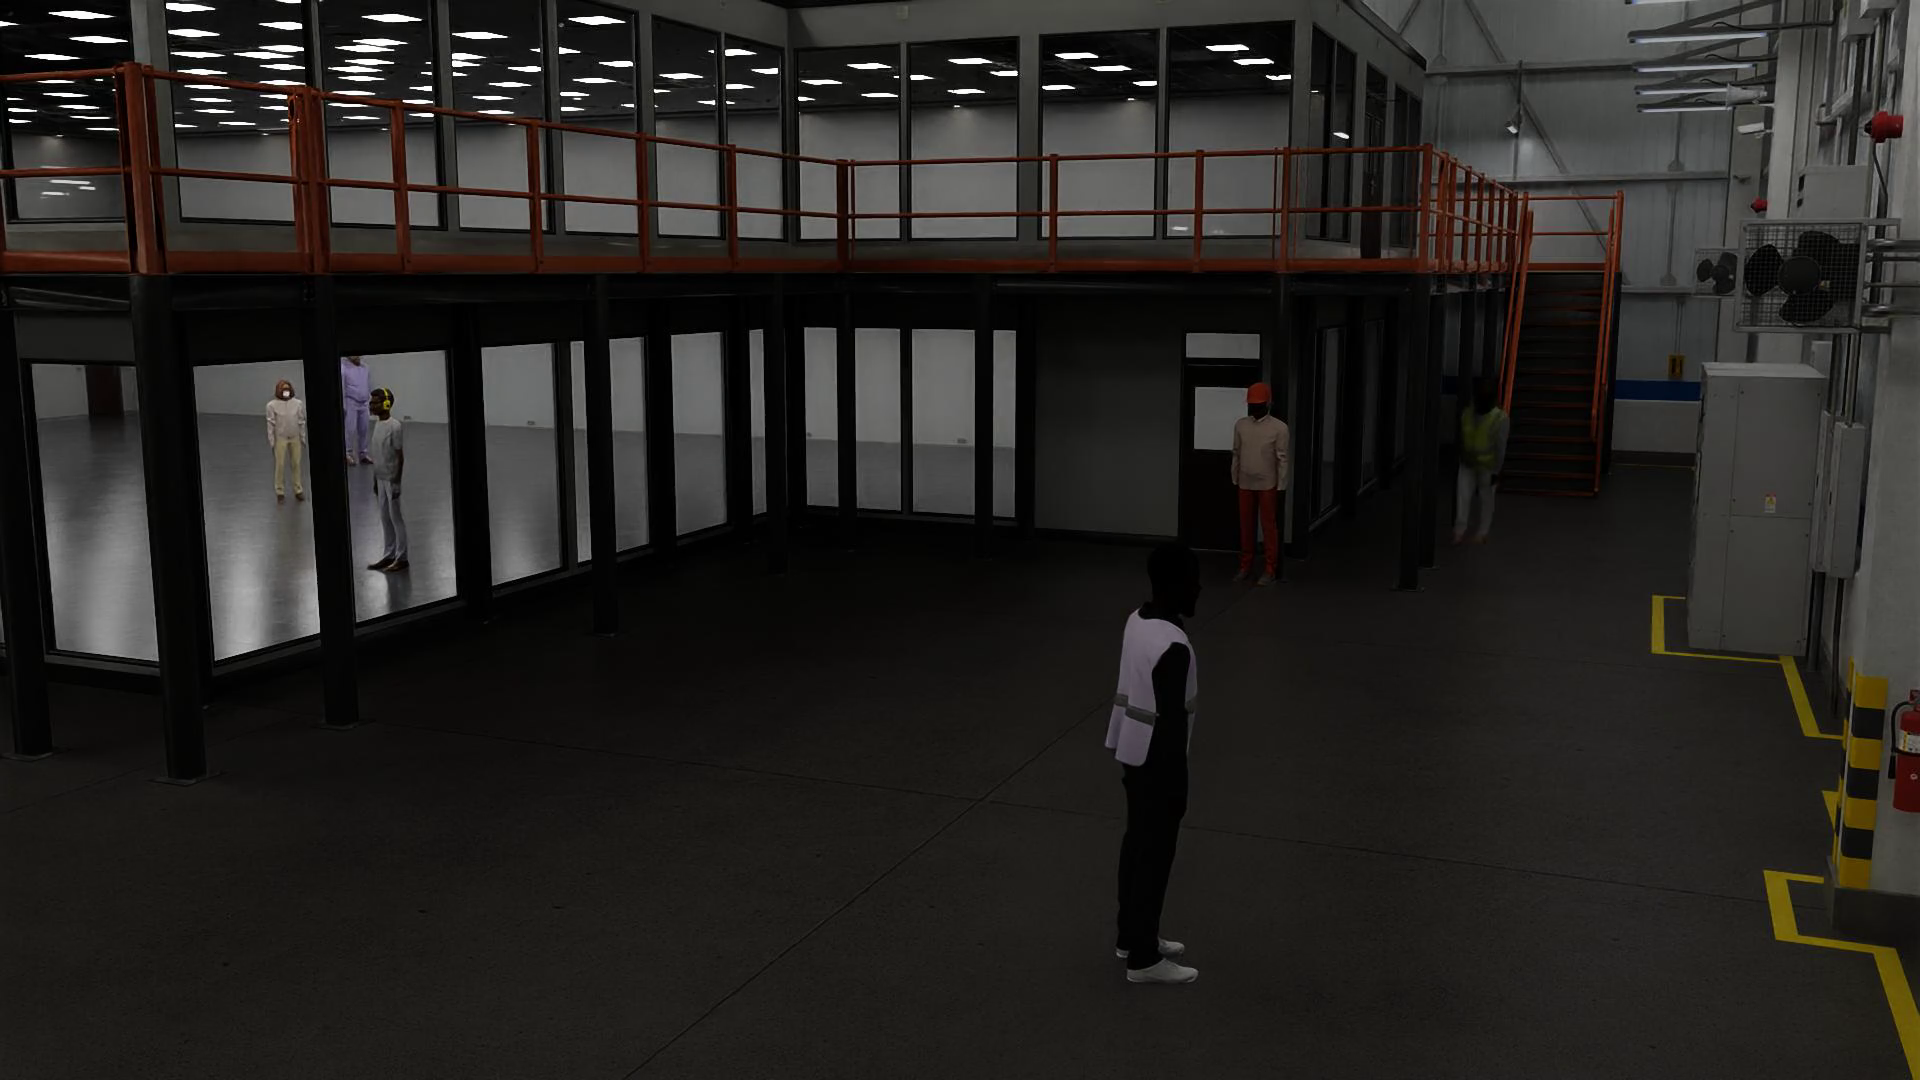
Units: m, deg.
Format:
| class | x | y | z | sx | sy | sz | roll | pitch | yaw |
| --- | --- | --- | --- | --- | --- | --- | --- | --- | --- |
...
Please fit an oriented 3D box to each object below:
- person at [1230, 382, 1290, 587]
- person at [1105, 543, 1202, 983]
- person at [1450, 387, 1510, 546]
| class | x | y | z | sx | sy | sz | roll | pitch | yaw |
| --- | --- | --- | --- | --- | --- | --- | --- | --- | --- |
| person | 2.894 | -0.540 | 16.163 | 0.612 | 1.986 | 0.407 | 8 | 12 | 41 |
| person | 0.838 | 0.956 | 7.179 | 0.391 | 1.911 | 0.584 | -2 | 9 | -10 |
| person | 5.727 | -0.798 | 18.374 | 0.637 | 1.787 | 0.840 | 8 | 12 | 39 |
